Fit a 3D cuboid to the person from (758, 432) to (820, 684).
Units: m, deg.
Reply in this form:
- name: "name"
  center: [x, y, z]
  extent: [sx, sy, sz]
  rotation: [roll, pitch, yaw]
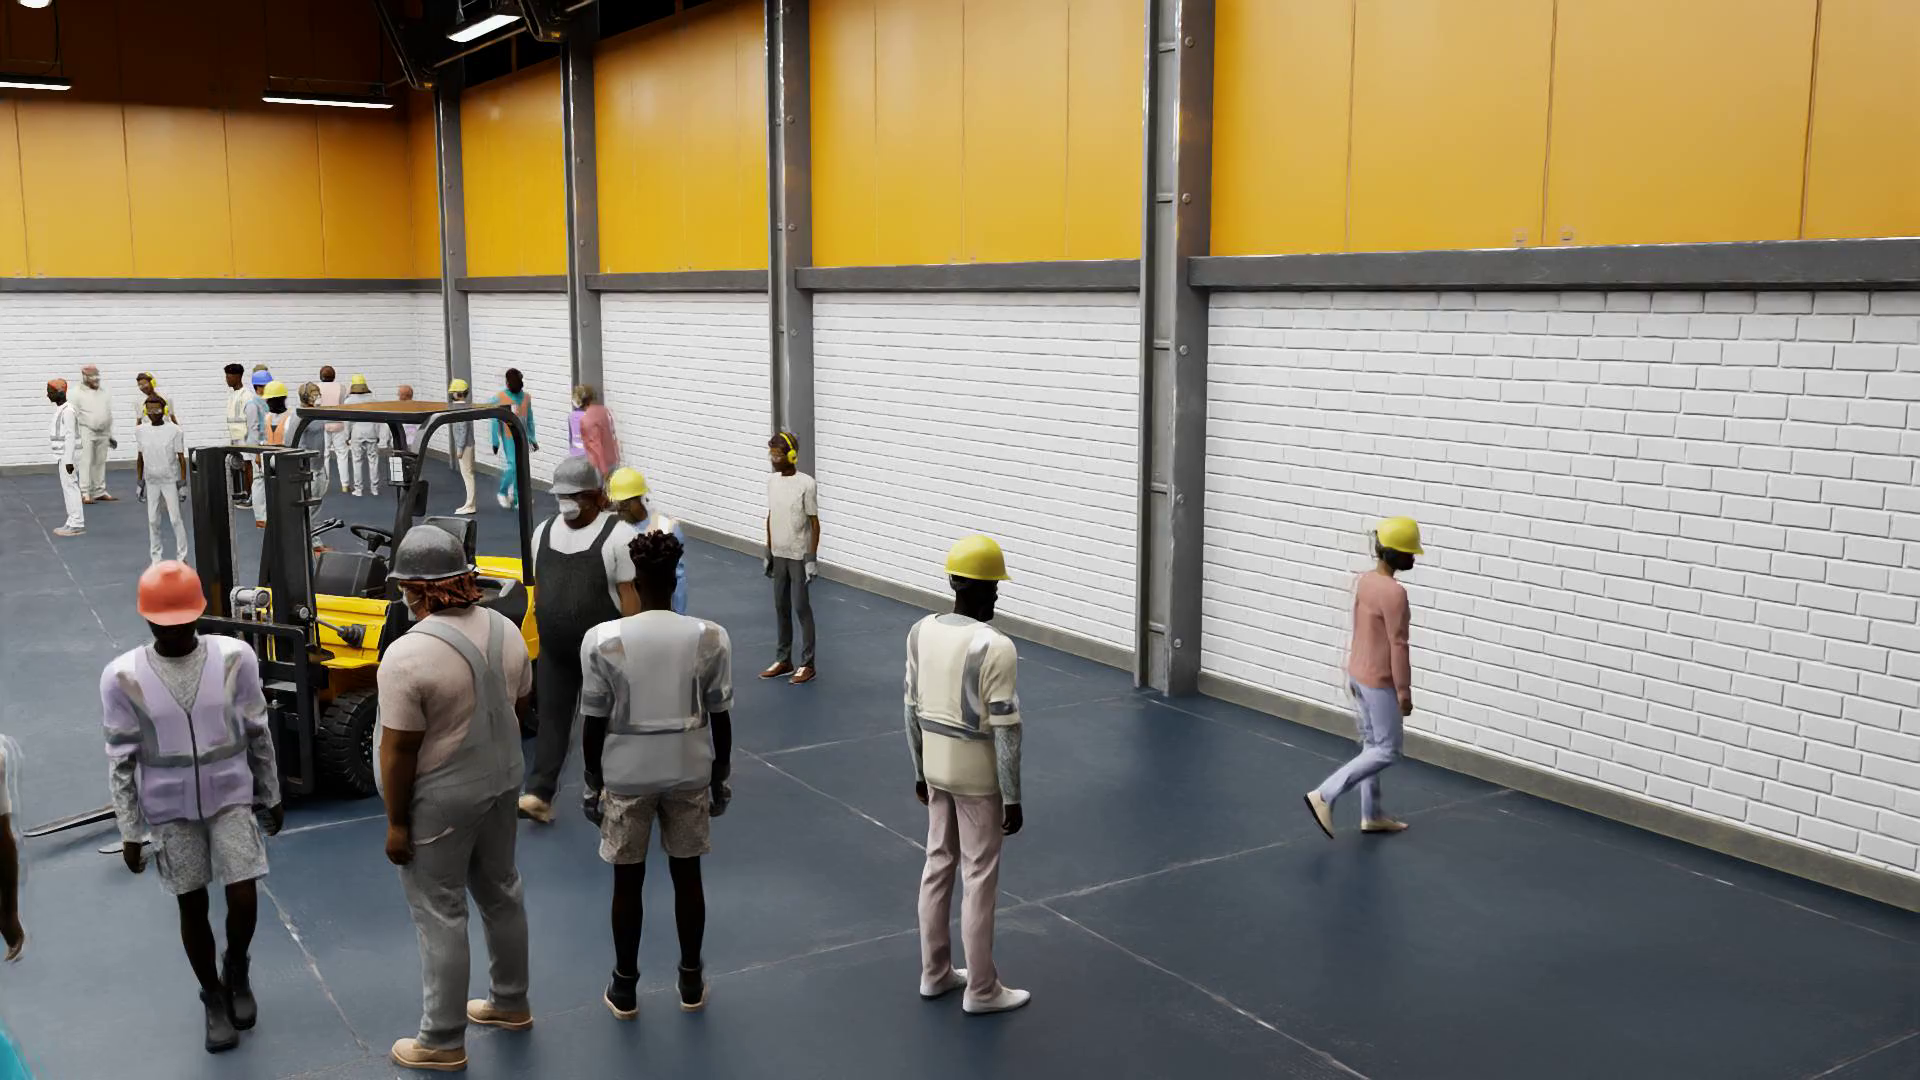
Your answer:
- name: "person"
  center: [-1.261, 0.133, 12.306]
  extent: [0.518, 1.863, 0.329]
  rotation: [7, 11, 39]

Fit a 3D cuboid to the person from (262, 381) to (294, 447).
- name: "person"
  center: [-7.500, -0.811, 18.484]
  extent: [0.605, 1.921, 0.392]
  rotation: [5, 10, 29]

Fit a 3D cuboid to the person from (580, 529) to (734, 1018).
- name: "person"
  center: [-1.204, 0.931, 6.643]
  extent: [0.613, 1.952, 0.391]
  rotation: [-3, 9, -20]

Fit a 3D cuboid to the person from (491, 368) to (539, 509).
- name: "person"
  center: [-5.915, -1.334, 22.063]
  extent: [0.439, 1.900, 0.609]
  rotation: [6, 10, 34]

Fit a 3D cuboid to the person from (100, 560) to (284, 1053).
- name: "person"
  center: [-2.859, 1.006, 6.242]
  extent: [0.594, 1.912, 0.444]
  rotation: [-4, 10, -28]

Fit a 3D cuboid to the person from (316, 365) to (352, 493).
- name: "person"
  center: [-9.099, -1.600, 24.055]
  extent: [0.635, 1.842, 0.429]
  rotation: [-3, 9, -22]

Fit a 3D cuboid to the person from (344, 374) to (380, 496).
- name: "person"
  center: [-8.516, -1.490, 23.689]
  extent: [0.484, 1.732, 0.316]
  rotation: [-5, 10, -29]

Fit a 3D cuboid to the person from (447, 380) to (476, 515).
- name: "person"
  center: [-6.494, -1.209, 21.700]
  extent: [0.327, 1.761, 0.524]
  rotation: [-2, 9, -11]

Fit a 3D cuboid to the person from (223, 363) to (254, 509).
- name: "person"
  center: [-9.644, -1.399, 22.321]
  extent: [0.380, 1.957, 0.608]
  rotation: [-8, 11, -42]

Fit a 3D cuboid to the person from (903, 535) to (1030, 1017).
- name: "person"
  center: [0.041, 0.935, 6.692]
  extent: [0.386, 1.922, 0.594]
  rotation: [-8, 12, -43]

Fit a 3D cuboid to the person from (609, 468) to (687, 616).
- name: "person"
  center: [-2.016, 0.425, 10.543]
  extent: [0.609, 1.810, 0.560]
  rotation: [0, 8, 1]

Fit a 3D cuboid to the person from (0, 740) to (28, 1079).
- name: "person"
  center: [-3.103, 1.218, 5.095]
  extent: [0.527, 1.833, 0.539]
  rotation: [4, 9, 26]

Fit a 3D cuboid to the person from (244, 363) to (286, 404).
- name: "person"
  center: [-9.965, -1.581, 23.799]
  extent: [0.623, 1.910, 0.946]
  rotation: [-5, 10, -32]

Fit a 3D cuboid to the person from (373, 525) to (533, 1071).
- name: "person"
  center: [-1.948, 0.938, 6.282]
  extent: [0.536, 2.000, 0.684]
  rotation: [4, 9, 25]

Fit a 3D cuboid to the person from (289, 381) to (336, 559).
- name: "person"
  center: [-7.072, -0.756, 18.096]
  extent: [0.370, 1.932, 0.623]
  rotation: [0, 8, -1]

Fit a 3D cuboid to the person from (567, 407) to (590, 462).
- name: "person"
  center: [-4.820, -1.084, 21.295]
  extent: [0.516, 1.632, 0.315]
  rotation: [6, 10, 34]

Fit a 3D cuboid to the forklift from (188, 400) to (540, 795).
- name: "forklift"
  center: [-3.529, 0.258, 10.348]
  extent: [1.214, 2.155, 2.313]
  rotation: [4, 9, 25]

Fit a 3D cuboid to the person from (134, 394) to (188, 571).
- name: "person"
  center: [-8.217, -0.576, 17.116]
  extent: [0.513, 1.861, 0.342]
  rotation: [0, 8, -2]

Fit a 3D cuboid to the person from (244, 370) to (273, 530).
- name: "person"
  center: [-8.494, -1.096, 20.303]
  extent: [0.384, 1.949, 0.603]
  rotation: [-1, 8, -5]

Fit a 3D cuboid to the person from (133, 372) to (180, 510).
- name: "person"
  center: [-10.626, -1.300, 22.035]
  extent: [0.563, 1.837, 0.516]
  rotation: [-2, 9, -15]

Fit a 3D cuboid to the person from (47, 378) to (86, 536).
- name: "person"
  center: [-10.641, -0.985, 19.798]
  extent: [0.361, 1.879, 0.583]
  rotation: [-6, 10, -36]

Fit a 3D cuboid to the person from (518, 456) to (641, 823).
- name: "person"
  center: [-2.092, 0.522, 9.088]
  extent: [0.702, 2.000, 0.984]
  rotation: [2, 9, 14]

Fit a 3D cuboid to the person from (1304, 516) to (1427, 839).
- name: "person"
  center: [2.111, 0.731, 8.667]
  extent: [0.566, 1.740, 0.561]
  rotation: [-1, 8, -5]

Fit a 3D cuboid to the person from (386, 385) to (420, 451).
- name: "person"
  center: [-7.779, -1.372, 23.364]
  extent: [0.517, 1.592, 0.863]
  rotation: [-3, 9, -22]

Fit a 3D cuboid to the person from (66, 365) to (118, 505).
- name: "person"
  center: [-11.908, -1.444, 22.851]
  extent: [0.427, 1.893, 0.690]
  rotation: [4, 9, 24]

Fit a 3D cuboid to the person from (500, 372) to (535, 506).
- name: "person"
  center: [-6.033, -1.384, 22.600]
  extent: [0.429, 1.844, 0.625]
  rotation: [-5, 10, -30]
